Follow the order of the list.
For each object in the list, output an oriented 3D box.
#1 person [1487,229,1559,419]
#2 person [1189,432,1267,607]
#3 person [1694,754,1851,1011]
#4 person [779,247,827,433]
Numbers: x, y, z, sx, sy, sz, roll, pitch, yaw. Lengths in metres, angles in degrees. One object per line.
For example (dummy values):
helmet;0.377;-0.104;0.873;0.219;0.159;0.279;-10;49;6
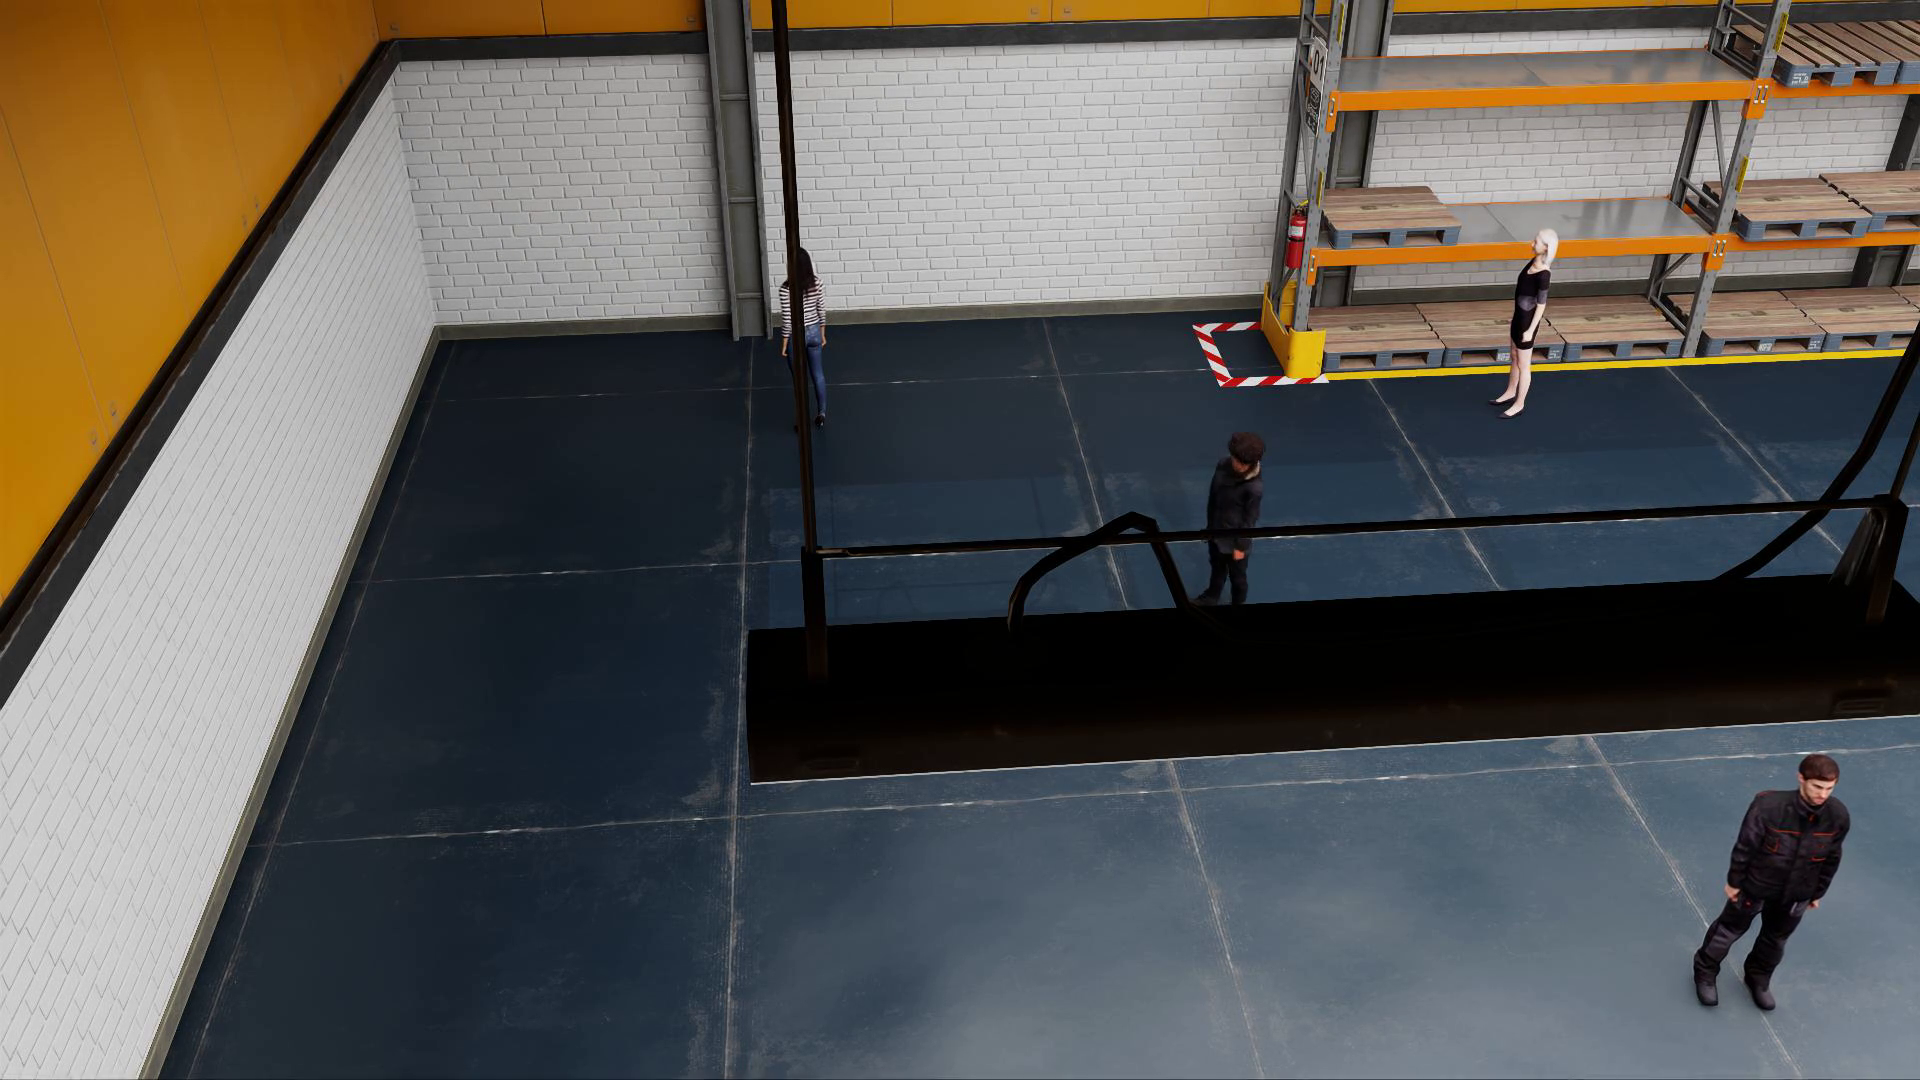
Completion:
person;5.163;-1.979;15.159;0.503;1.830;0.587;-1;34;-1
person;1.992;-0.104;12.412;0.828;1.749;0.905;-11;35;-16
person;4.559;1.904;9.310;0.584;1.838;0.813;4;34;5
person;-1.404;-1.781;14.893;0.608;1.794;0.734;-19;38;-27
